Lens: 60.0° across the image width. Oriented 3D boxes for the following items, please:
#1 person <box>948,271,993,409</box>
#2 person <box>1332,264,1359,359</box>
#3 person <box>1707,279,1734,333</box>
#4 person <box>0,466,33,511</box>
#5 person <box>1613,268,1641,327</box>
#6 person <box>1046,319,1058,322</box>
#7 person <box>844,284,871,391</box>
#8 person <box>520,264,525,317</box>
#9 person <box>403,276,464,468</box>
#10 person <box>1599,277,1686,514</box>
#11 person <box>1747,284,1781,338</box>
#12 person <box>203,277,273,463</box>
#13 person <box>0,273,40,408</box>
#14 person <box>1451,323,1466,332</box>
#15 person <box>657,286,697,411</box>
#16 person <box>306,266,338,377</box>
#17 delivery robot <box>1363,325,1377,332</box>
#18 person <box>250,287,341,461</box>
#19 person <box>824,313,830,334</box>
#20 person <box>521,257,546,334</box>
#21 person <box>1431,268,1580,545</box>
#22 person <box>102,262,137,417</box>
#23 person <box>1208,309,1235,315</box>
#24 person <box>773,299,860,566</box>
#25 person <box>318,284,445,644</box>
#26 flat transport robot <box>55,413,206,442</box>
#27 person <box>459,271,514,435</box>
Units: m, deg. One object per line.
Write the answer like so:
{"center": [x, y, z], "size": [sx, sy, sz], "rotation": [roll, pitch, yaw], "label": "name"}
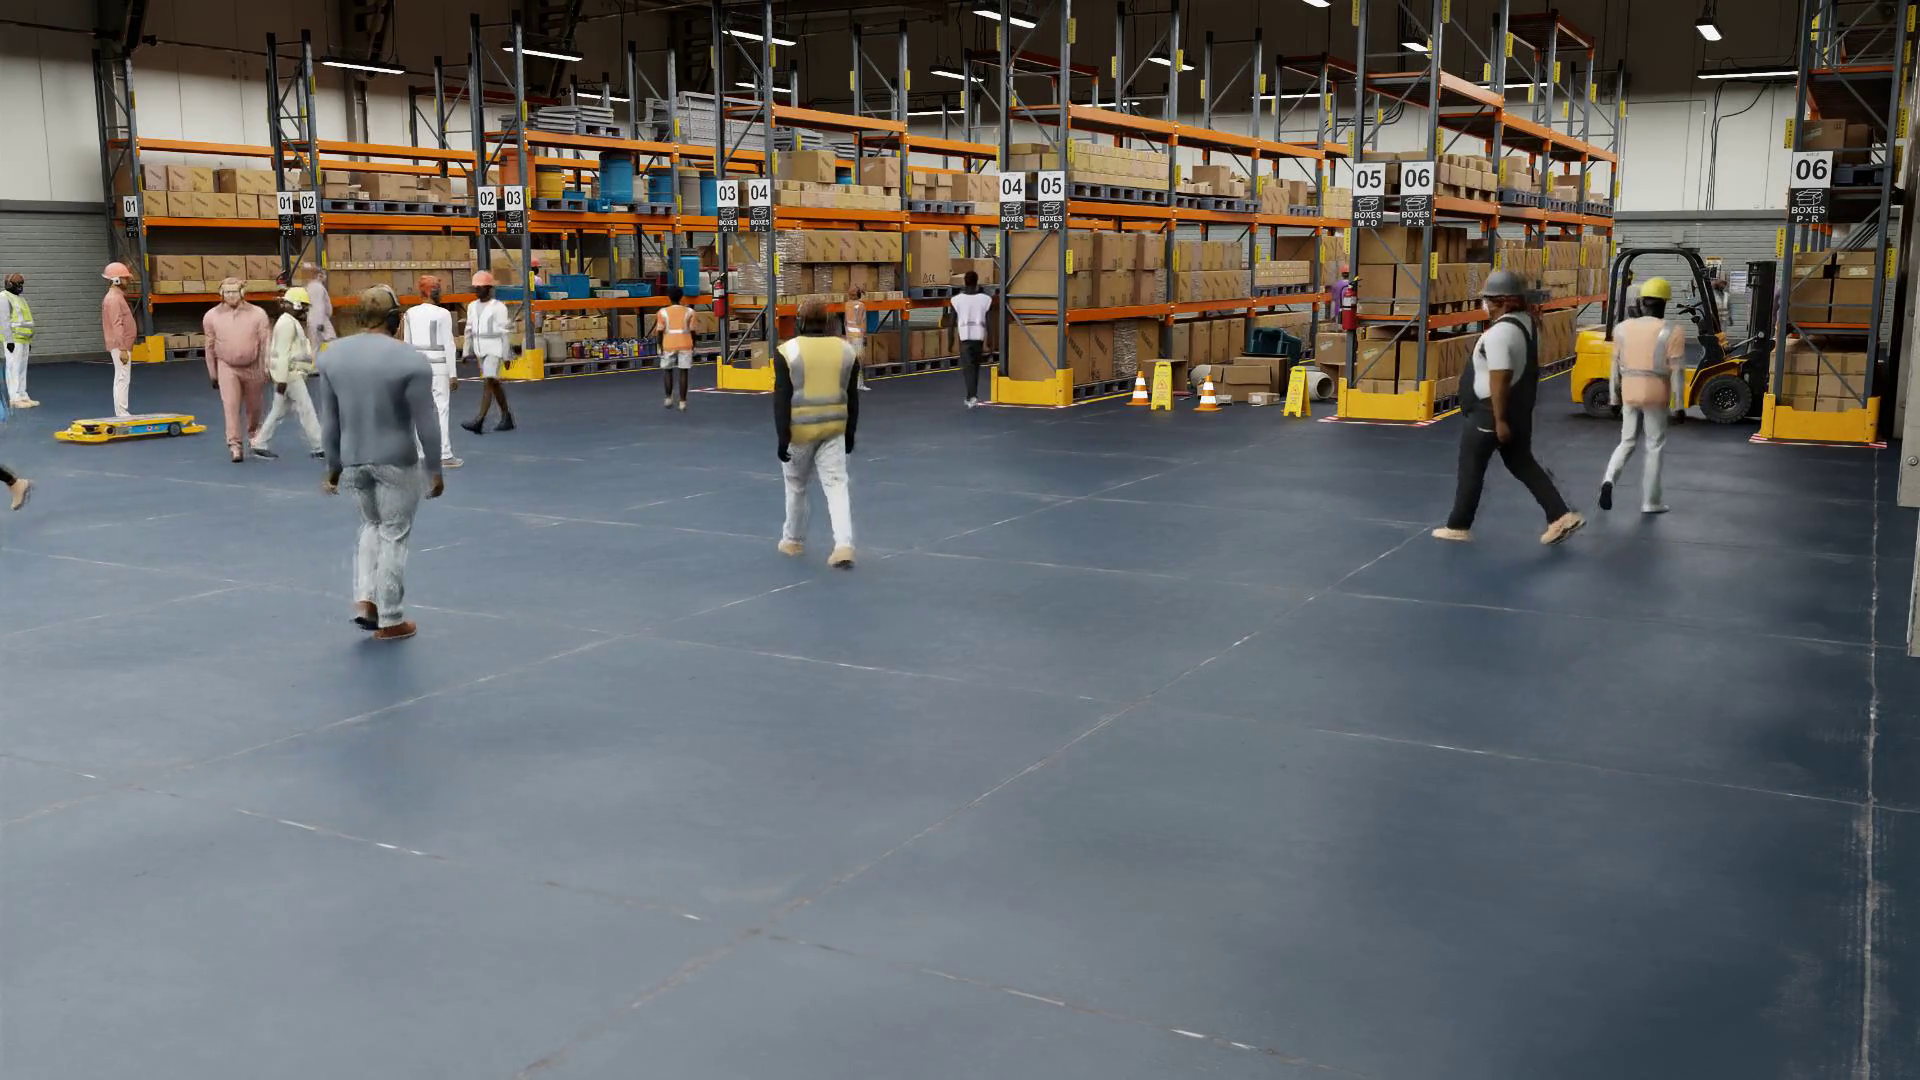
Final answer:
{"center": [0.153, -2.736, 22.738], "size": [0.602, 1.883, 0.966], "rotation": [-2, 10, -12], "label": "person"}
{"center": [7.643, -4.484, 32.891], "size": [0.567, 1.899, 0.851], "rotation": [5, 11, 26], "label": "person"}
{"center": [14.914, -4.308, 32.677], "size": [0.525, 1.625, 0.369], "rotation": [-2, 10, -10], "label": "person"}
{"center": [-7.532, -0.953, 12.846], "size": [0.534, 1.679, 0.559], "rotation": [8, 13, 39], "label": "person"}
{"center": [12.545, -4.187, 31.344], "size": [0.547, 1.837, 0.835], "rotation": [4, 10, 21], "label": "person"}
{"center": [1.805, -3.981, 29.756], "size": [0.658, 1.961, 0.897], "rotation": [4, 11, 24], "label": "person"}
{"center": [-1.602, -3.117, 25.648], "size": [0.307, 1.645, 0.521], "rotation": [-8, 12, -38], "label": "person"}
{"center": [-10.081, -5.538, 38.913], "size": [0.612, 1.947, 0.452], "rotation": [8, 12, 38], "label": "person"}
{"center": [-5.174, -1.641, 16.309], "size": [0.581, 1.882, 0.339], "rotation": [4, 11, 24], "label": "person"}
{"center": [5.469, -1.139, 13.287], "size": [0.670, 1.910, 0.606], "rotation": [-8, 12, -39], "label": "person"}
{"center": [13.977, -3.804, 28.875], "size": [0.588, 1.918, 0.394], "rotation": [5, 11, 27], "label": "person"}
{"center": [-7.391, -1.762, 17.077], "size": [0.633, 1.864, 0.946], "rotation": [-5, 11, -26], "label": "person"}
{"center": [-12.942, -2.734, 22.850], "size": [0.429, 1.837, 0.621], "rotation": [-2, 10, -9], "label": "person"}
{"center": [11.348, -5.286, 37.685], "size": [0.607, 1.863, 0.838], "rotation": [1, 10, 4], "label": "person"}
{"center": [-3.824, -2.594, 22.495], "size": [0.547, 1.667, 0.748], "rotation": [-2, 10, -12], "label": "person"}
{"center": [-10.920, -3.755, 28.639], "size": [0.703, 1.885, 0.662], "rotation": [-7, 12, -35], "label": "person"}
{"center": [9.327, -4.633, 37.432], "size": [0.707, 0.478, 0.477], "rotation": [-1, 10, -8], "label": "delivery robot"}
{"center": [-6.825, -1.675, 16.886], "size": [0.901, 1.775, 0.623], "rotation": [-4, 11, -24], "label": "person"}
{"center": [-2.606, -3.921, 29.538], "size": [0.624, 1.931, 0.371], "rotation": [0, 10, -2], "label": "person"}
{"center": [-8.370, -4.535, 32.774], "size": [0.607, 2.048, 0.365], "rotation": [7, 12, 37], "label": "person"}
{"center": [3.967, -0.973, 11.938], "size": [0.970, 2.000, 0.677], "rotation": [9, 13, 43], "label": "person"}
{"center": [-9.943, -2.284, 19.742], "size": [0.375, 1.997, 0.612], "rotation": [-5, 11, -26], "label": "person"}
{"center": [5.495, -4.778, 34.650], "size": [0.684, 1.883, 0.700], "rotation": [6, 12, 33], "label": "person"}
{"center": [-0.964, -0.730, 11.250], "size": [0.644, 1.796, 0.971], "rotation": [-5, 11, -26], "label": "person"}
{"center": [-3.079, -0.404, 8.937], "size": [0.659, 1.921, 0.446], "rotation": [2, 10, 13], "label": "person"}
{"center": [-9.461, -1.296, 18.999], "size": [0.652, 0.197, 1.431], "rotation": [6, 11, 31], "label": "flat transport robot"}
{"center": [-5.567, -2.187, 19.458], "size": [0.546, 1.889, 0.996], "rotation": [5, 11, 29], "label": "person"}
